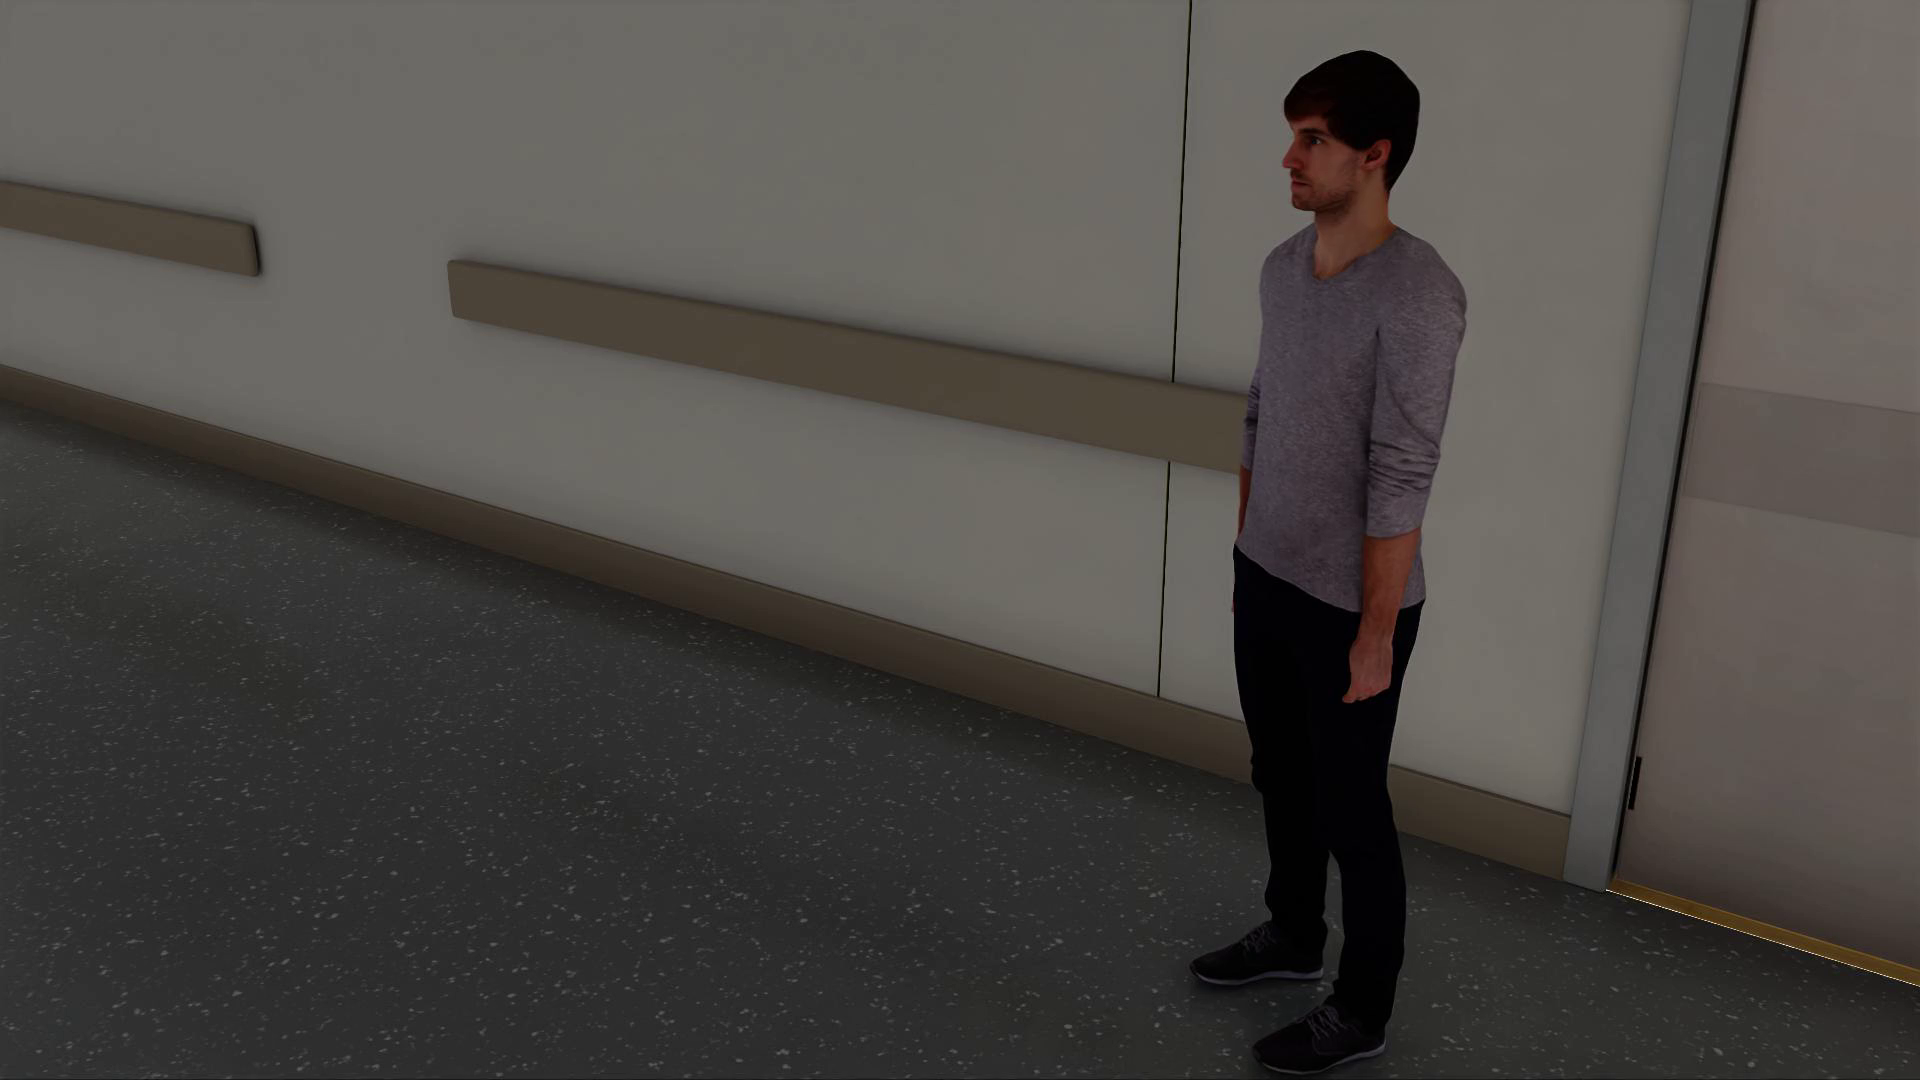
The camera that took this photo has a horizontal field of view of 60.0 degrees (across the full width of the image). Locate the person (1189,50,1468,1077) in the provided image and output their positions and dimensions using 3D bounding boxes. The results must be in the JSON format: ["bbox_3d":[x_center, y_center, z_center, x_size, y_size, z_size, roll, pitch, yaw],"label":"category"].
[{"bbox_3d":[0.673,0.080,2.968,0.734,1.841,0.728,-8,22,-21],"label":"person"}]
